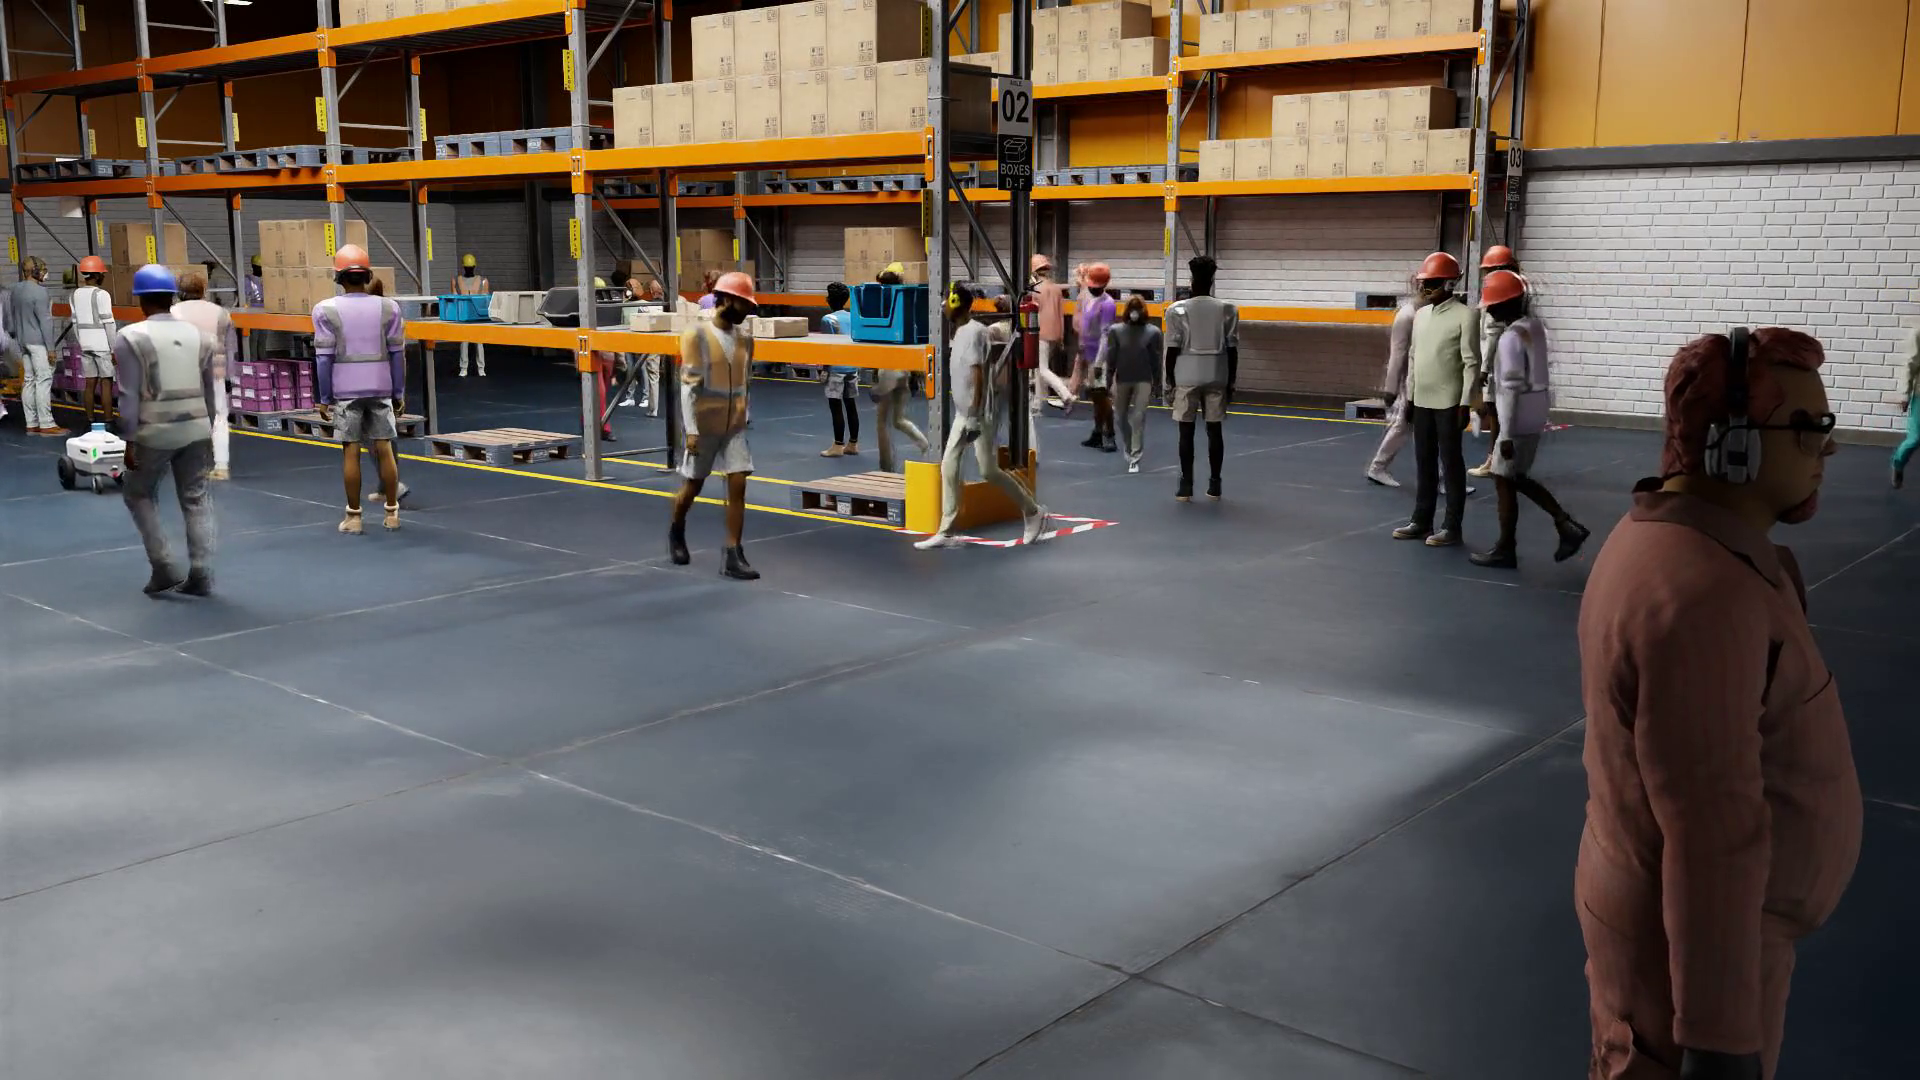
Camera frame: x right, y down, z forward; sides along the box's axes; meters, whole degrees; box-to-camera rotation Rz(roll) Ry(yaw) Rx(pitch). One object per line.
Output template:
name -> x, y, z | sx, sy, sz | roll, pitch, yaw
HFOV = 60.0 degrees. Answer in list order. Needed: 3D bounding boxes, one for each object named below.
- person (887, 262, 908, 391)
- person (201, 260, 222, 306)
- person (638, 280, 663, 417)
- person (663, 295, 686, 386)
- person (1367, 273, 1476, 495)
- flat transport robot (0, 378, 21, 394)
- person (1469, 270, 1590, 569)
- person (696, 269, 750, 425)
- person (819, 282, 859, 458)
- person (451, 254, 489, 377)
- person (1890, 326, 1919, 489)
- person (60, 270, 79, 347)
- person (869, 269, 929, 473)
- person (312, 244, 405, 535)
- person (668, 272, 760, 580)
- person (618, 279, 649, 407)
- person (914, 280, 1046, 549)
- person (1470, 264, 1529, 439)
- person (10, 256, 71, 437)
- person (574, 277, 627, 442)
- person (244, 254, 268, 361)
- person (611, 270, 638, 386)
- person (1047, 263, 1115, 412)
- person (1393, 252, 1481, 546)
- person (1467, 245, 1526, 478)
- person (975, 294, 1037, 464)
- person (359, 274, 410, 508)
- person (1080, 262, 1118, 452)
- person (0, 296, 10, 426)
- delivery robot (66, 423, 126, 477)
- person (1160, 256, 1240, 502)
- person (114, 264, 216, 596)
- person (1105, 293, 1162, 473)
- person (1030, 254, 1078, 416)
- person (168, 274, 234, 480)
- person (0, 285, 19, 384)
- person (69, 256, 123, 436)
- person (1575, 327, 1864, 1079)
person -> -0.929, -2.971, 23.326 | 0.403, 1.827, 0.595 | 3, 10, 15
person -> -12.186, -3.640, 27.091 | 0.567, 1.832, 0.657 | 6, 12, 33
person -> -3.590, -2.282, 19.918 | 0.510, 1.640, 0.308 | -4, 11, -20
person -> -4.274, -3.083, 24.590 | 0.504, 1.607, 0.599 | -1, 10, -4
person -> 3.829, -1.312, 13.810 | 1.031, 1.851, 0.645 | 8, 13, 37
flat transport robot -> -12.677, -2.184, 23.253 | 0.652, 0.197, 1.431 | 3, 10, 15
person -> 3.532, -0.725, 10.328 | 0.649, 1.890, 0.628 | 8, 13, 37
person -> -2.703, -2.148, 18.753 | 0.577, 1.796, 0.987 | -9, 13, -42
person -> -1.172, -1.644, 16.122 | 0.316, 1.695, 0.541 | 6, 12, 33
person -> -7.708, -3.532, 26.209 | 0.586, 1.929, 0.370 | -2, 10, -13
person -> 7.795, -1.173, 13.313 | 0.530, 1.750, 0.667 | 1, 10, 7
person -> -12.704, -3.045, 24.037 | 0.506, 1.716, 0.491 | 5, 11, 24
person -> -0.521, -1.396, 14.296 | 0.628, 1.845, 0.565 | 9, 13, 41
person -> -4.237, -1.054, 11.763 | 0.608, 2.048, 0.365 | -6, 12, -33
person -> -1.554, -0.724, 10.372 | 0.579, 1.884, 0.902 | -8, 13, -38
person -> -4.160, -2.515, 21.259 | 0.500, 1.633, 0.282 | 4, 11, 23
person -> 0.143, -0.845, 11.236 | 0.885, 1.814, 0.612 | -4, 11, -22
person -> 5.661, -1.976, 17.453 | 0.740, 1.896, 0.600 | -4, 11, -22
person -> -9.935, -2.079, 17.908 | 0.635, 1.937, 0.354 | 7, 12, 34
person -> -3.871, -1.931, 17.671 | 0.520, 1.730, 0.870 | -9, 13, -42
person -> -11.367, -3.665, 26.988 | 0.383, 1.921, 0.585 | 3, 10, 14
person -> -4.997, -3.111, 24.466 | 0.540, 1.697, 0.317 | 0, 10, 2
person -> 1.585, -2.487, 20.512 | 0.964, 1.847, 0.718 | 2, 10, 9
person -> 3.255, -0.955, 11.349 | 0.397, 1.992, 0.621 | -5, 11, -26
person -> 4.724, -1.562, 14.664 | 0.383, 2.045, 0.605 | 8, 13, 39
person -> 0.459, -1.492, 15.541 | 0.507, 1.596, 0.874 | -5, 11, -25
person -> -4.527, -1.157, 12.996 | 0.555, 1.851, 0.531 | 6, 12, 33
person -> 1.356, -1.826, 16.651 | 0.375, 1.885, 0.679 | -2, 10, -13
person -> -10.811, -2.121, 18.275 | 0.426, 1.889, 0.664 | 1, 10, 5
delivery robot -> -7.205, -0.737, 13.937 | 0.477, 0.478, 0.707 | -10, 14, -44
person -> 1.911, -1.273, 13.300 | 0.650, 1.967, 0.489 | -1, 10, -5
person -> -4.588, -0.620, 9.630 | 0.518, 1.925, 0.635 | 6, 12, 32
person -> 1.588, -1.436, 15.137 | 0.510, 1.618, 0.572 | 3, 10, 15
person -> 1.072, -2.423, 19.828 | 0.826, 1.962, 0.635 | 9, 13, 40
person -> -6.715, -1.431, 14.619 | 0.650, 1.791, 0.970 | -9, 14, -43
person -> -14.300, -3.164, 24.542 | 0.595, 1.784, 0.942 | 5, 11, 26
person -> -9.298, -2.087, 17.960 | 0.546, 1.938, 0.361 | 4, 11, 21
person -> 1.154, 0.629, 2.583 | 0.408, 1.908, 0.641 | 3, 10, 15
